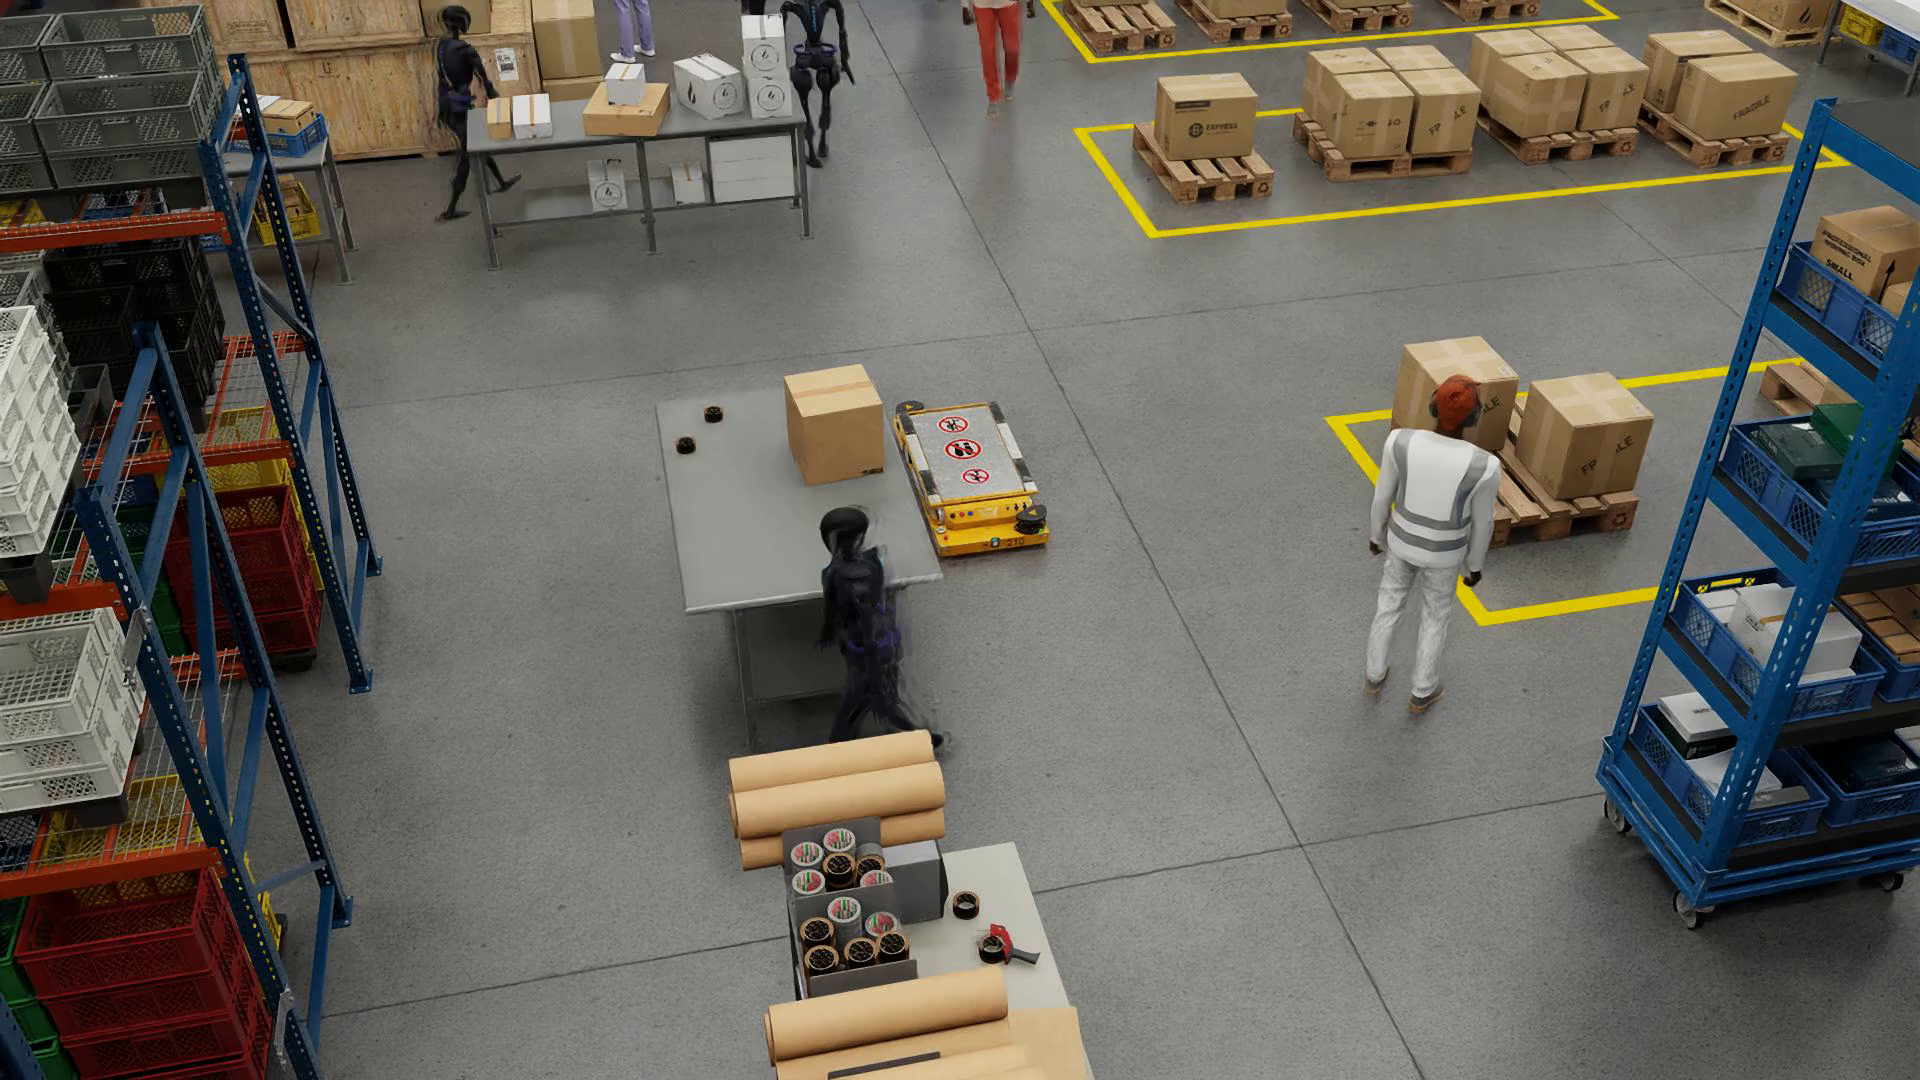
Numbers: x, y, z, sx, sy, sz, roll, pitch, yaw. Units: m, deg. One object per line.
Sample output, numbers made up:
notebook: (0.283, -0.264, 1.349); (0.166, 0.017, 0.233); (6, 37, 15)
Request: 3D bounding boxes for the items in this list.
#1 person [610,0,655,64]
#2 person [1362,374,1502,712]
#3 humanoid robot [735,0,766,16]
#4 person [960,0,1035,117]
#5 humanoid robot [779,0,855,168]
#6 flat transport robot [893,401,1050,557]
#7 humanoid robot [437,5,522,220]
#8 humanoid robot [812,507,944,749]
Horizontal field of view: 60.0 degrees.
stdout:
person: (-3.150, -5.410, 15.449); (0.399, 1.919, 0.579); (22, 42, 27)
person: (2.289, 0.033, 8.155); (0.582, 1.883, 0.338); (19, 41, 24)
humanoid robot: (-1.886, -5.097, 15.221); (0.320, 1.651, 0.582); (1, 37, 2)
person: (0.310, -4.701, 14.481); (0.696, 1.960, 0.518); (0, 37, 0)
humanoid robot: (-1.205, -3.889, 13.607); (0.655, 1.649, 0.418); (-8, 37, -11)
flat transport robot: (0.046, -0.430, 10.108); (0.652, 0.197, 1.431); (-8, 37, -10)
humanoid robot: (-3.839, -3.326, 12.889); (0.815, 1.618, 0.549); (-27, 45, -32)
humanoid robot: (-0.428, 0.506, 7.735); (0.752, 1.637, 0.607); (-8, 37, -11)
